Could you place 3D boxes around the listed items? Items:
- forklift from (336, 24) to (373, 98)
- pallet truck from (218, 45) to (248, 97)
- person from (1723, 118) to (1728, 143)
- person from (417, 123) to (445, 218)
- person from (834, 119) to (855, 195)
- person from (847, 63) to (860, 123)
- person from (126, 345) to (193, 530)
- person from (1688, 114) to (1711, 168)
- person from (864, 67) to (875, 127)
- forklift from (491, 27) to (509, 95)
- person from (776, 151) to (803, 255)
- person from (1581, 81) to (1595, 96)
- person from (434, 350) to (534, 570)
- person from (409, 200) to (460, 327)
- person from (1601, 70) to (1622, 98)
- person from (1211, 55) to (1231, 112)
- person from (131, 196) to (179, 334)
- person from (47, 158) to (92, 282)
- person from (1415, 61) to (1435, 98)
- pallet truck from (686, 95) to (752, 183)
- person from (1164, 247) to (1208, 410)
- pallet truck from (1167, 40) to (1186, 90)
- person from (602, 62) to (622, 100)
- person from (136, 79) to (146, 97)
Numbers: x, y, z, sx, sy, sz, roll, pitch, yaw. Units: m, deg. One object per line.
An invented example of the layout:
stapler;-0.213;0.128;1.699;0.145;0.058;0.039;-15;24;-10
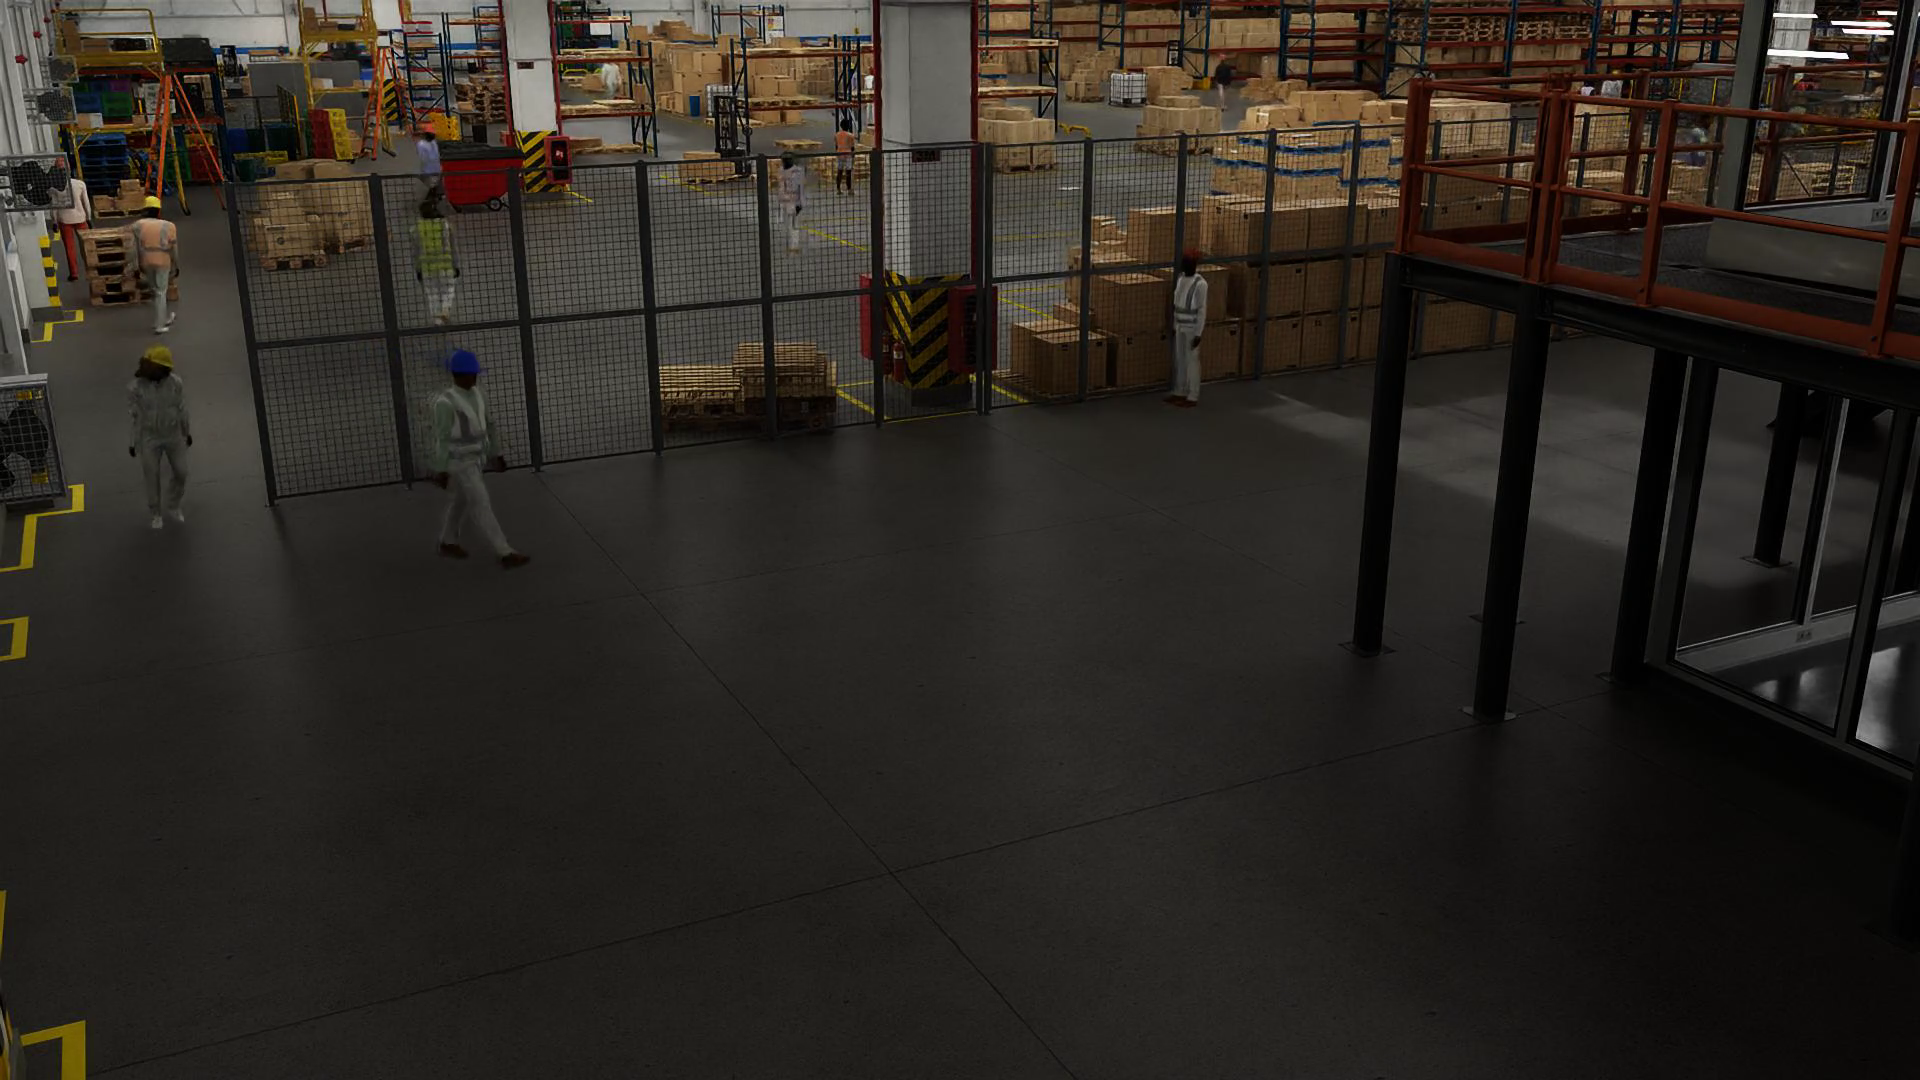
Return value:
forklift;-23.669;-18.515;64.341;1.129;2.768;1.873;14;23;35
pallet truck;-28.879;-18.665;66.111;0.823;1.965;1.885;-3;19;-9
person;18.750;-9.731;40.390;0.555;1.899;0.993;-10;21;-26
person;-10.793;-7.525;33.932;0.457;1.918;0.569;7;20;21
person;-2.591;-8.636;37.509;0.532;1.689;0.321;10;21;27
person;-3.511;-14.688;54.709;0.407;1.918;0.584;2;19;6
person;-7.283;-0.933;15.135;0.565;1.706;0.446;-14;23;-35
person;16.165;-8.391;36.474;0.545;1.898;0.608;17;25;41
person;-2.818;-14.258;53.508;0.572;1.883;0.355;16;24;38
forklift;-16.444;-17.495;61.385;1.873;2.768;1.129;-13;23;-33
person;-3.047;-6.021;29.724;0.632;1.829;0.433;15;24;37
person;18.256;-12.546;48.490;0.399;1.920;0.590;-4;20;-13
person;-4.143;-0.690;14.162;0.991;1.893;0.633;6;20;16
person;-7.391;-3.864;23.459;0.647;1.826;0.475;-4;19;-10
person;20.856;-14.156;53.338;0.591;1.802;0.662;6;20;16
person;9.268;-16.256;59.194;0.631;1.939;1.010;-10;22;-27
person;-11.327;-3.895;23.495;0.586;1.858;0.955;-2;19;-5
person;-14.505;-5.221;27.143;0.622;1.992;0.396;-18;26;-41
person;14.981;-14.469;53.881;0.683;2.000;0.538;-2;19;-5
pallet truck;-5.836;-9.608;39.856;0.823;1.965;1.885;10;22;27
person;2.643;-2.453;19.284;0.337;1.882;0.584;-8;21;-22
pallet truck;9.045;-19.971;69.895;0.823;1.965;1.885;-3;19;-8
person;-12.532;-16.426;59.778;0.651;1.905;0.985;-13;23;-33
person;-25.205;-13.420;51.461;0.515;1.634;0.314;8;21;23
